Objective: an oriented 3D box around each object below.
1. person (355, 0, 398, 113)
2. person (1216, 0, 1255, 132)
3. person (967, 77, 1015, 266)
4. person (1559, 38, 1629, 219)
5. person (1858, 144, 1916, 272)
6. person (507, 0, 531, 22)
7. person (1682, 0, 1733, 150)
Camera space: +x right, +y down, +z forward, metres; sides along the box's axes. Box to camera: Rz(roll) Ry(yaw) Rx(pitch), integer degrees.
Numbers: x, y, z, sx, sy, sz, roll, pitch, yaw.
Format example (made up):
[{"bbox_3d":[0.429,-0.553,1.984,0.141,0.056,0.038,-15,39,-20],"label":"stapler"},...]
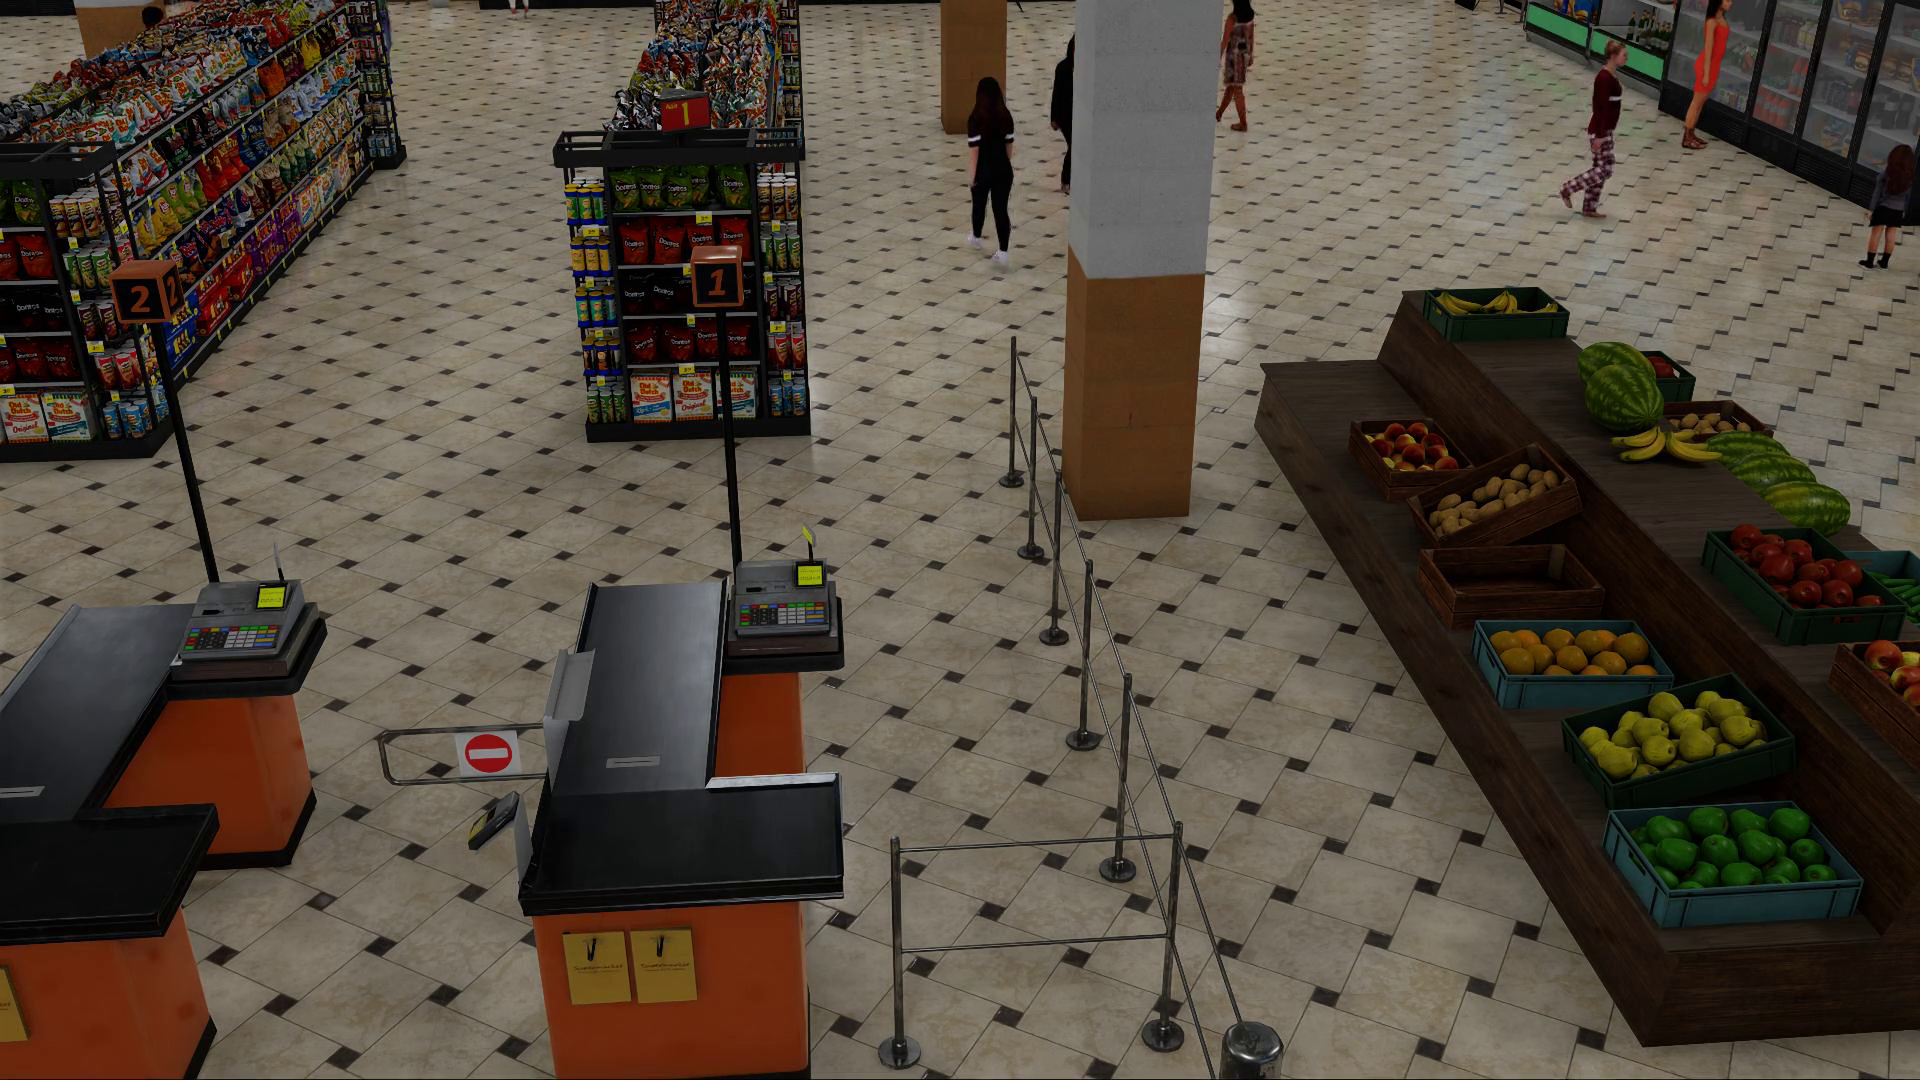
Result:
[{"bbox_3d":[-7.114,-6.091,20.080,1.041,1.778,0.954,24,36,39],"label":"person"},{"bbox_3d":[3.246,-5.526,19.139,0.963,1.622,1.054,-23,35,-37],"label":"person"},{"bbox_3d":[0.308,-3.187,14.559,0.808,1.593,1.157,-10,29,-19],"label":"person"},{"bbox_3d":[6.061,-3.920,15.893,0.843,1.694,0.784,10,29,20],"label":"person"},{"bbox_3d":[8.135,-2.918,14.567,0.495,1.106,0.465,1,27,2],"label":"person"},{"bbox_3d":[-6.968,-8.991,25.884,0.666,1.701,0.667,-16,31,-28],"label":"person"},{"bbox_3d":[8.295,-5.236,18.460,0.727,1.718,0.635,15,31,28],"label":"person"}]
